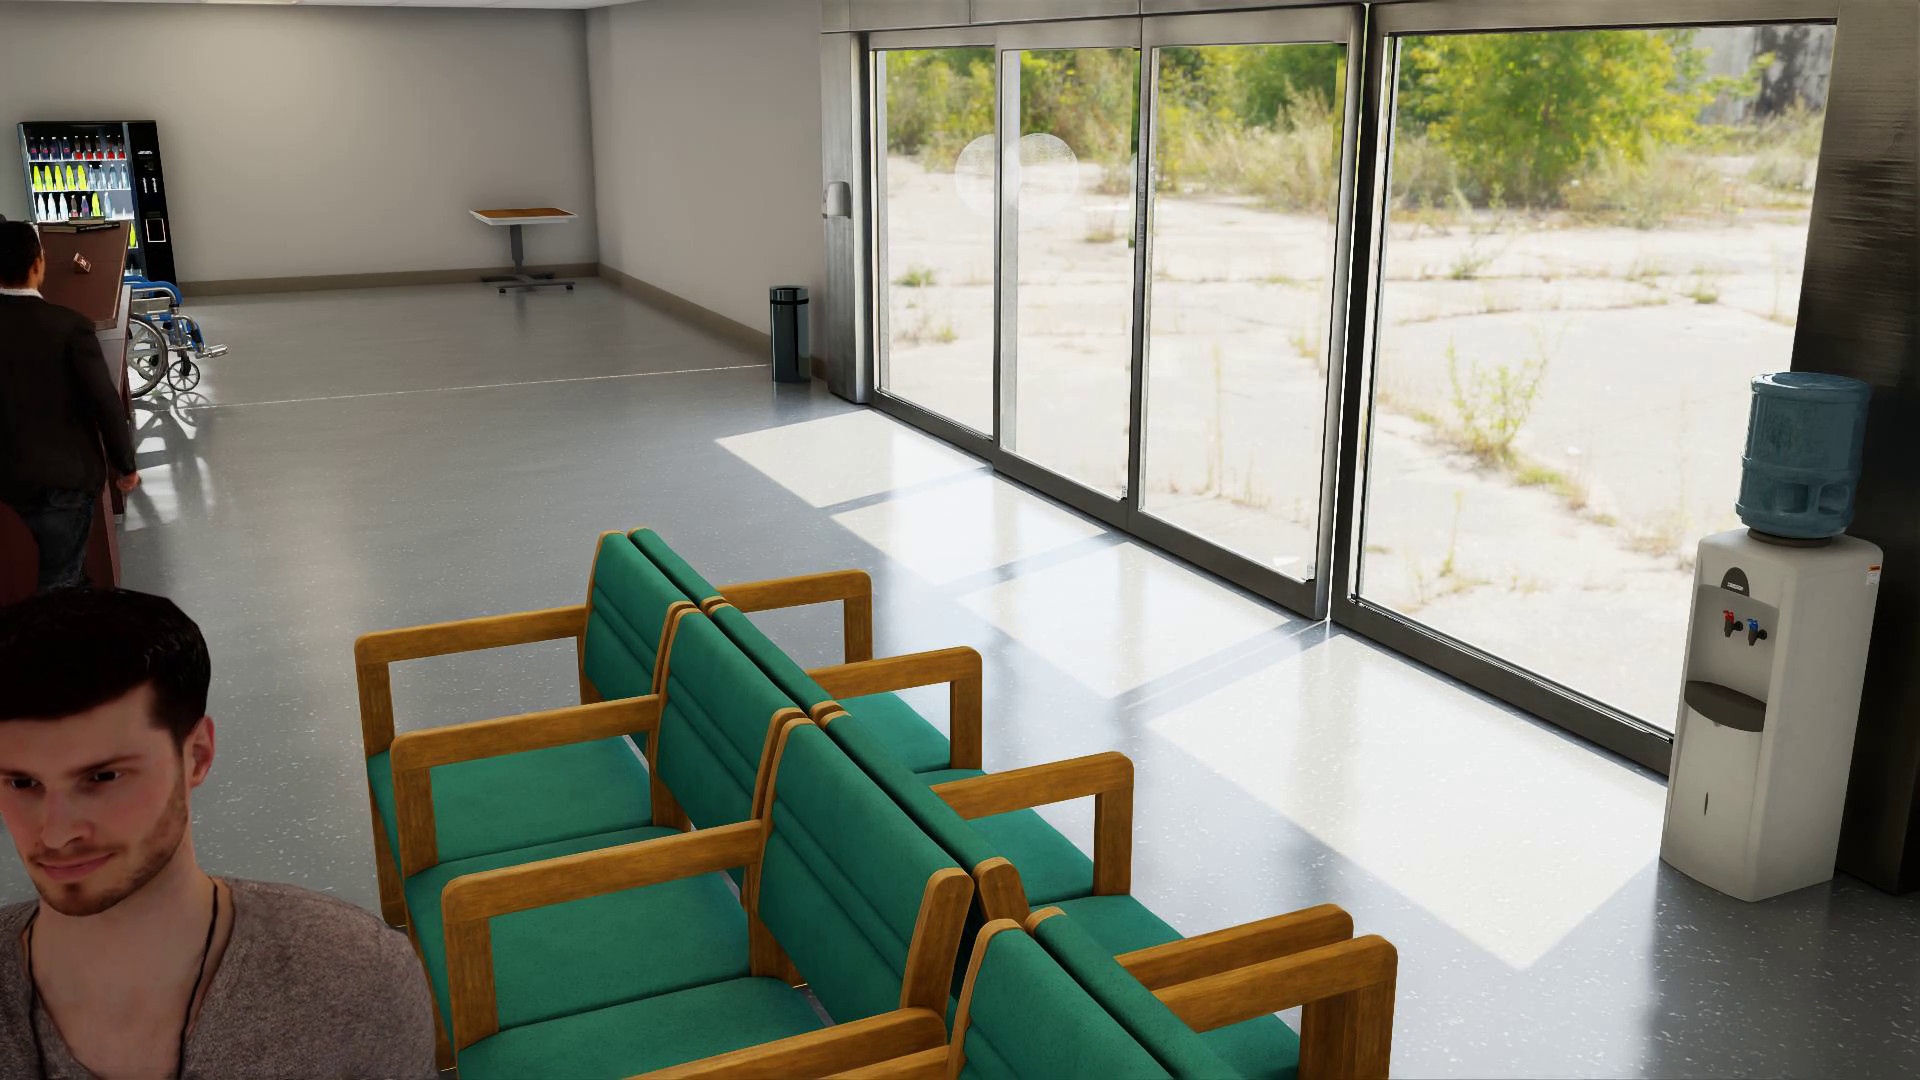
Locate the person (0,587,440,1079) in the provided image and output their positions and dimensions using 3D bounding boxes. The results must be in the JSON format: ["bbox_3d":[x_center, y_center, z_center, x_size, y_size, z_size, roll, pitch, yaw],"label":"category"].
[{"bbox_3d":[-0.747,0.950,1.649,0.561,1.905,0.782,-5,16,-16],"label":"person"}]

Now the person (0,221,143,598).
[{"bbox_3d":[-3.369,-0.222,6.073,1.217,1.759,1.085,0,16,-1],"label":"person"}]
